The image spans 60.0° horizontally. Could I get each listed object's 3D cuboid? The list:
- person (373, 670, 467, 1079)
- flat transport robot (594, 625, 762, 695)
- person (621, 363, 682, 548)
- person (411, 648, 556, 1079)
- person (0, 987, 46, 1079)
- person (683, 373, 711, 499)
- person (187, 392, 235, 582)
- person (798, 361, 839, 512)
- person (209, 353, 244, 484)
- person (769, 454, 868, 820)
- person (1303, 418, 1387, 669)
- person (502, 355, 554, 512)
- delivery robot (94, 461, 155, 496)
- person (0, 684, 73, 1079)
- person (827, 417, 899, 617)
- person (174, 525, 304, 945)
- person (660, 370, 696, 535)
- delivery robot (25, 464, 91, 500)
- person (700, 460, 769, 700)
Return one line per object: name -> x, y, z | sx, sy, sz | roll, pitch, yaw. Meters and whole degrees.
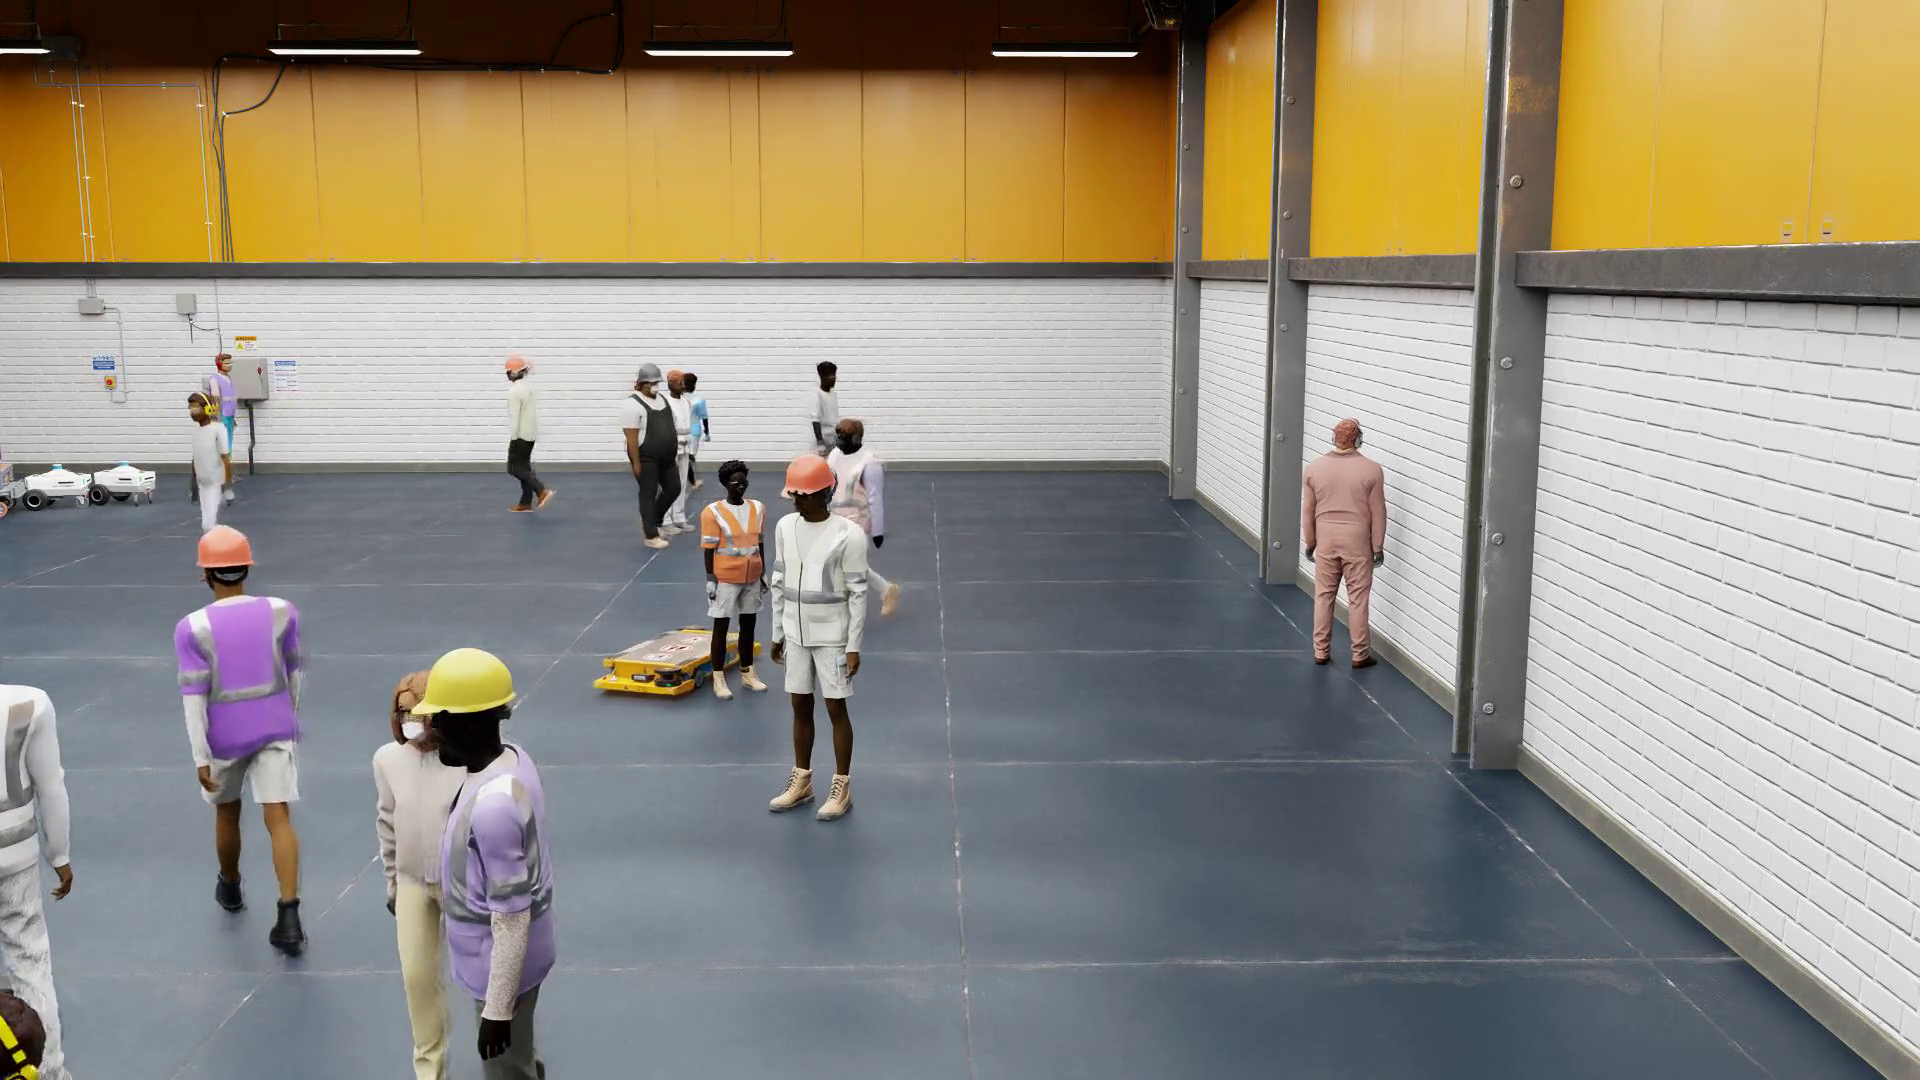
person -> -1.876, 1.245, 6.149 | 0.503, 1.609, 0.680 | 2, 9, 9
flat transport robot -> -2.079, 0.883, 12.421 | 0.652, 0.197, 1.431 | 3, 10, 19
person -> -3.334, -0.928, 18.114 | 0.535, 2.000, 0.717 | 5, 11, 30
person -> -1.411, 1.267, 5.003 | 0.382, 1.924, 0.594 | -2, 10, -15
person -> -1.619, 1.639, 2.956 | 0.541, 1.849, 0.467 | 4, 10, 22
person -> -3.567, -1.384, 22.093 | 0.539, 1.645, 0.893 | 4, 10, 23
person -> -7.284, -0.512, 16.150 | 0.522, 1.849, 0.405 | 6, 11, 31
person -> -1.574, -1.202, 20.168 | 1.003, 1.908, 0.633 | 4, 10, 25
person -> -10.440, -1.722, 23.574 | 0.381, 1.844, 0.566 | 0, 9, -3
person -> -0.804, 0.533, 9.183 | 0.605, 2.033, 0.392 | 5, 11, 30
person -> 2.940, 0.023, 12.689 | 0.636, 1.911, 0.405 | 5, 11, 28
person -> -5.375, -1.300, 20.600 | 0.559, 1.980, 0.606 | 1, 9, 9
delivery robot -> -10.765, -0.776, 21.441 | 0.707, 0.478, 0.477 | 2, 9, 9
person -> -3.456, 1.149, 5.861 | 0.584, 1.882, 0.337 | -6, 11, -31
person -> -0.843, -0.143, 14.004 | 0.803, 1.815, 0.618 | -6, 11, -34
person -> -3.247, 0.874, 7.565 | 0.541, 1.893, 1.015 | -6, 11, -34
person -> -3.262, -1.008, 19.095 | 0.337, 1.878, 0.584 | 5, 11, 29
delivery robot -> -11.416, -0.715, 21.068 | 0.707, 0.478, 0.477 | -2, 9, -14
person -> -1.588, 0.272, 11.806 | 0.541, 1.696, 0.316 | -8, 12, -41
